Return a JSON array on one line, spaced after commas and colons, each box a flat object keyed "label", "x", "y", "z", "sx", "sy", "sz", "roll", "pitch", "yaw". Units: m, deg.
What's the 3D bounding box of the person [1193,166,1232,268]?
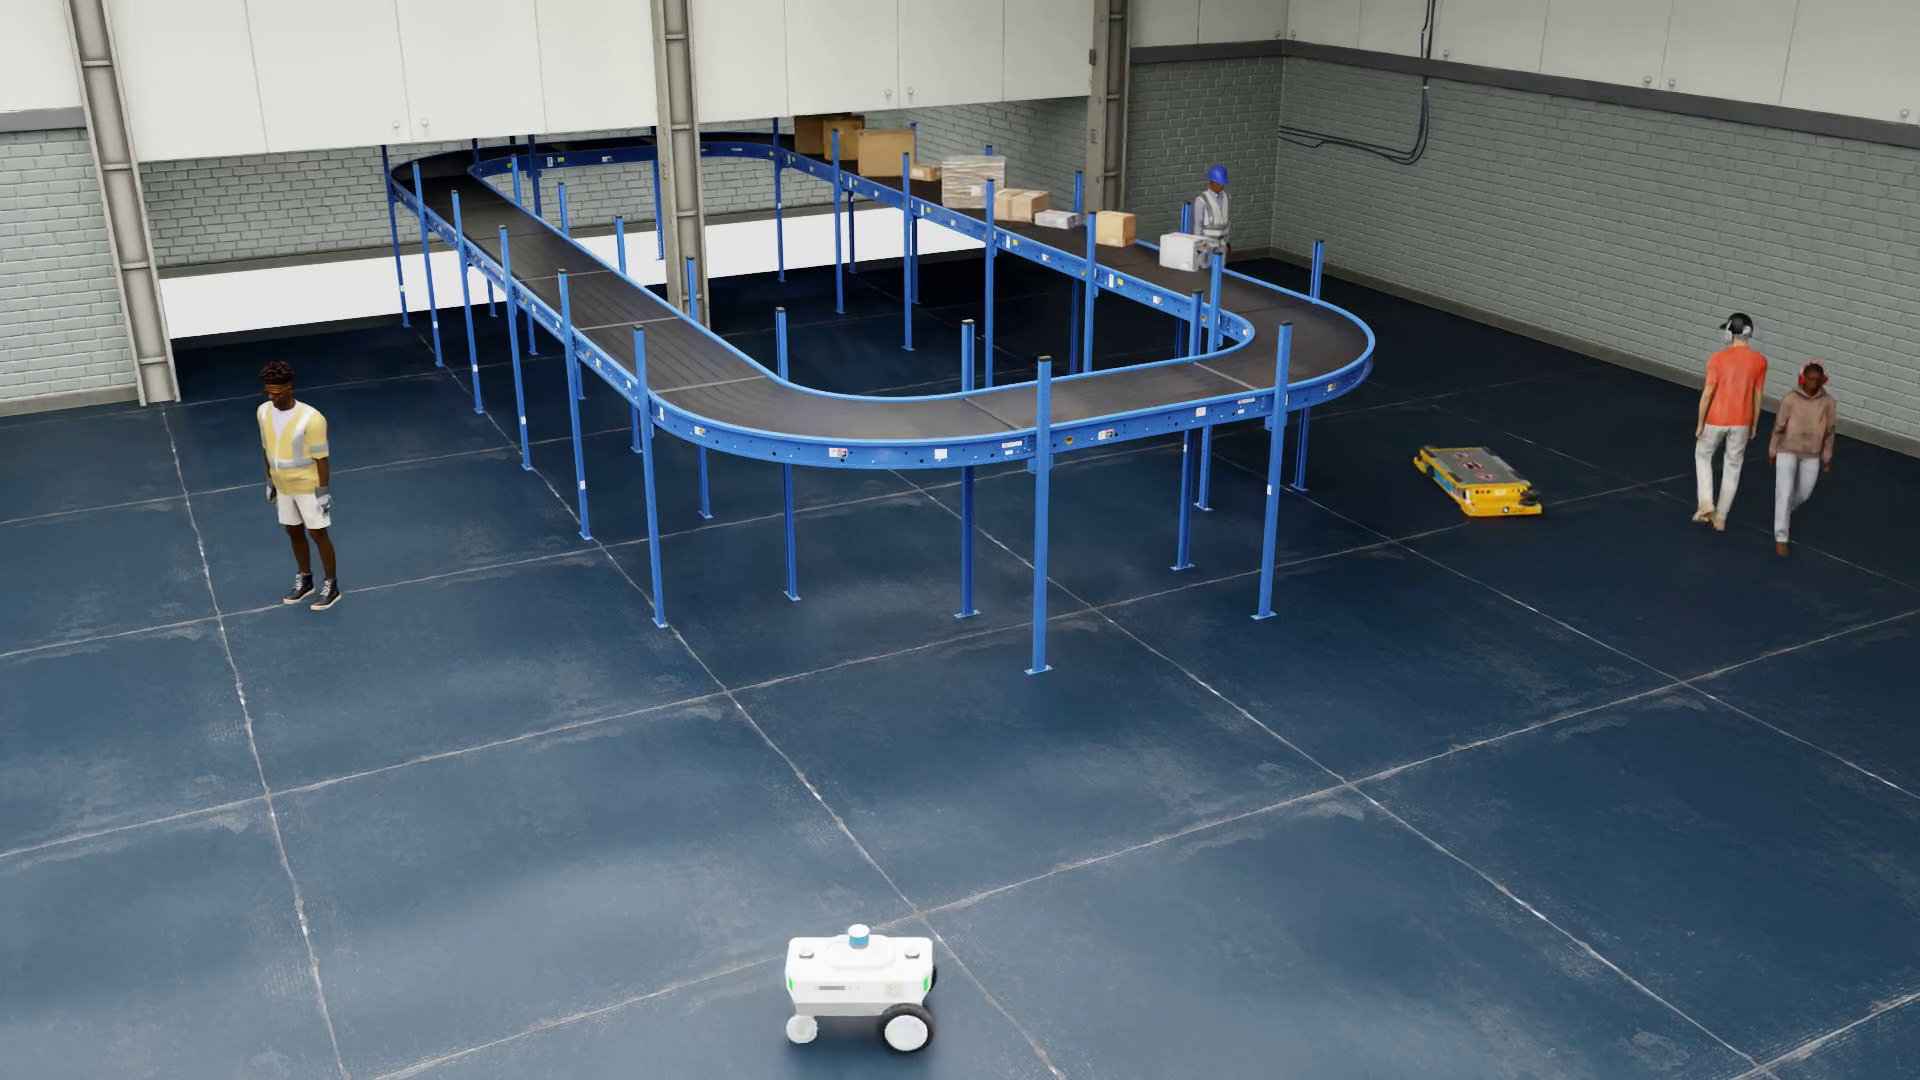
[{"label": "person", "x": 3.173, "y": -3.733, "z": 20.892, "sx": 0.617, "sy": 1.932, "sz": 0.416, "roll": -17, "pitch": 27, "yaw": -36}]

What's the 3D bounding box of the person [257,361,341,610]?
[{"label": "person", "x": -5.045, "y": -0.424, "z": 12.676, "sx": 0.602, "sy": 1.958, "sz": 0.377, "roll": 9, "pitch": 24, "yaw": 21}]

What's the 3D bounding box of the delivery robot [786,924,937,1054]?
[{"label": "delivery robot", "x": -0.457, "y": 2.169, "z": 8.151, "sx": 0.784, "sy": 0.608, "sz": 0.499, "roll": 0, "pitch": 22, "yaw": 0}]

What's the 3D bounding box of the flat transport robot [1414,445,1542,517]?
[{"label": "flat transport robot", "x": 4.727, "y": -0.554, "z": 15.244, "sx": 0.659, "sy": 0.231, "sz": 1.431, "roll": -2, "pitch": 22, "yaw": -5}]

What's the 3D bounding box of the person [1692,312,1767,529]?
[{"label": "person", "x": 6.548, "y": -0.992, "z": 14.166, "sx": 0.504, "sy": 1.896, "sz": 0.504, "roll": 6, "pitch": 23, "yaw": 15}]

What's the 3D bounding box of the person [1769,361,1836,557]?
[{"label": "person", "x": 6.992, "y": -0.735, "z": 13.874, "sx": 0.475, "sy": 1.627, "sz": 0.705, "roll": 5, "pitch": 23, "yaw": 12}]
